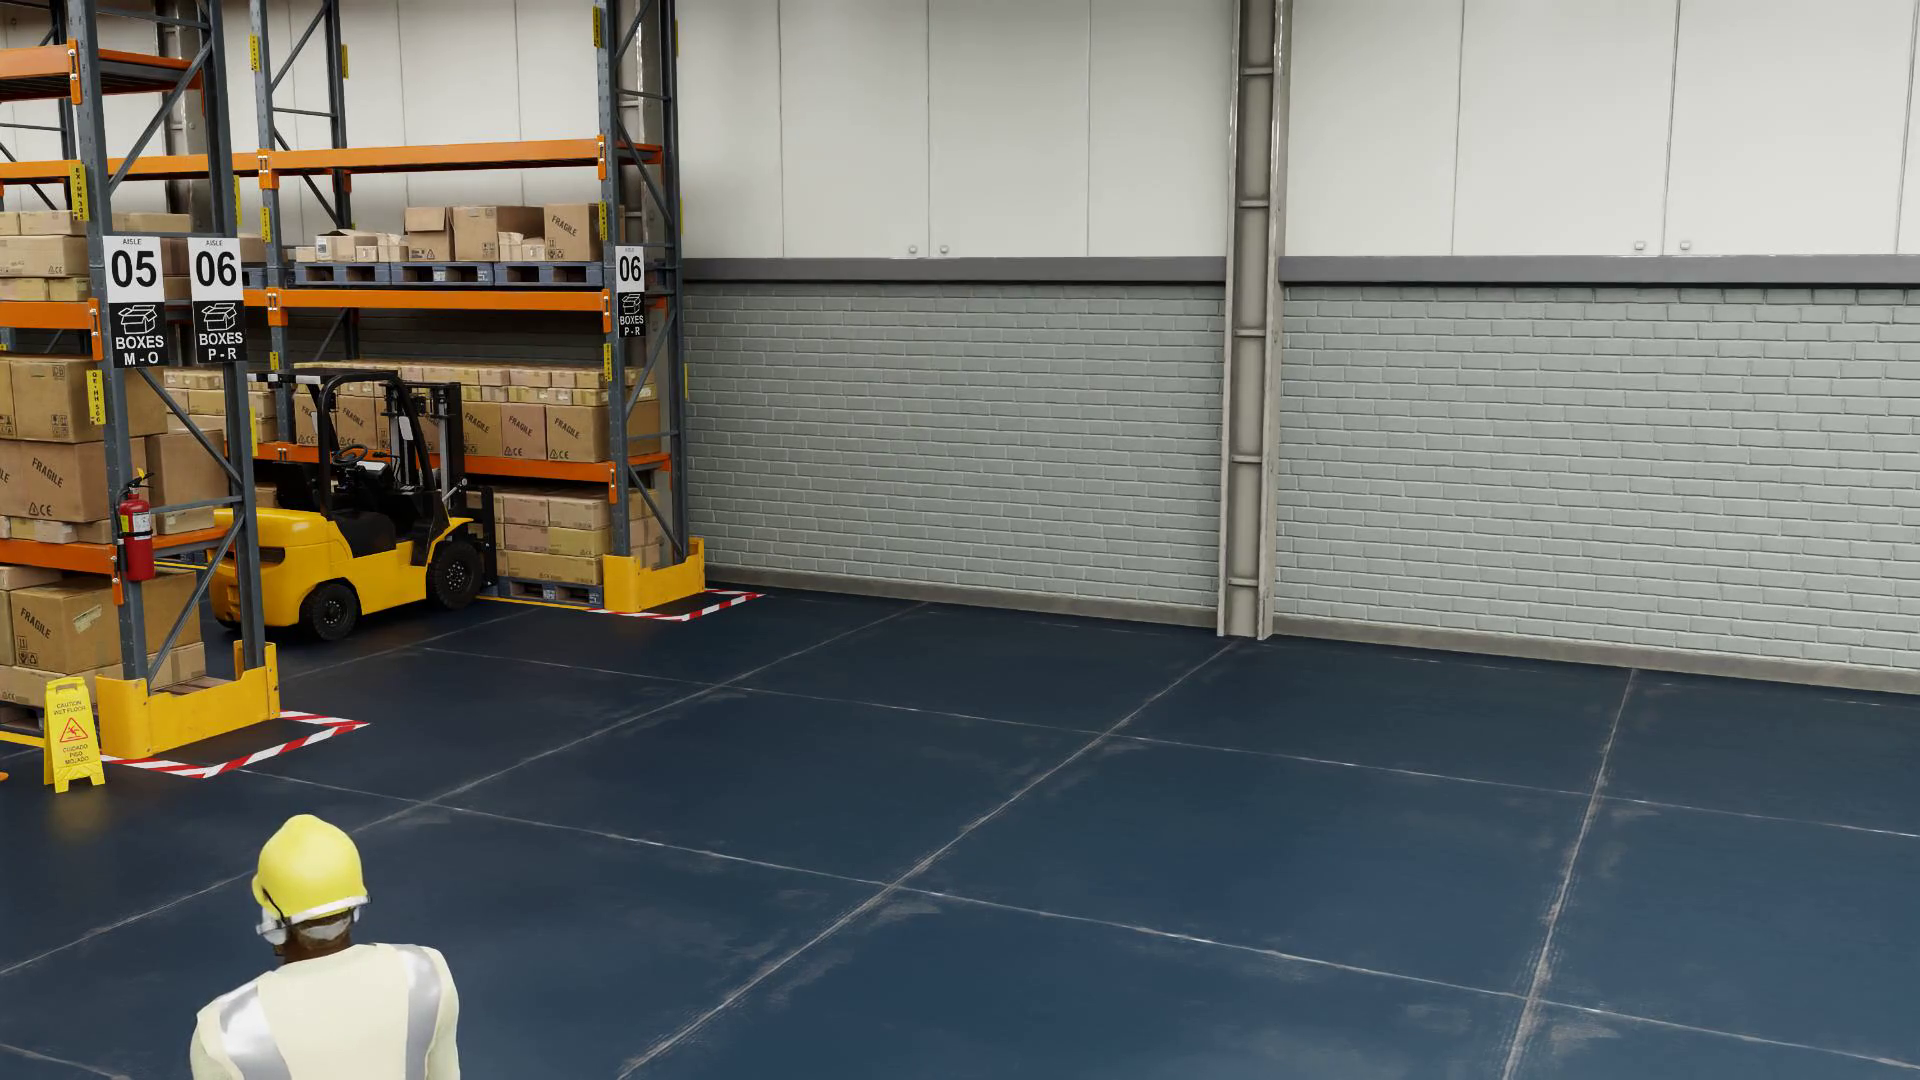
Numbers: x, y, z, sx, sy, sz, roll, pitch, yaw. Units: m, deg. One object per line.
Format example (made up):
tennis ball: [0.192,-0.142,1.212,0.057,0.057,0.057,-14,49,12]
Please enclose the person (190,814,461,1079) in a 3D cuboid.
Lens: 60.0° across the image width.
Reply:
person: [-1.424,1.511,3.787,0.590,1.837,0.404,-8,12,-40]
